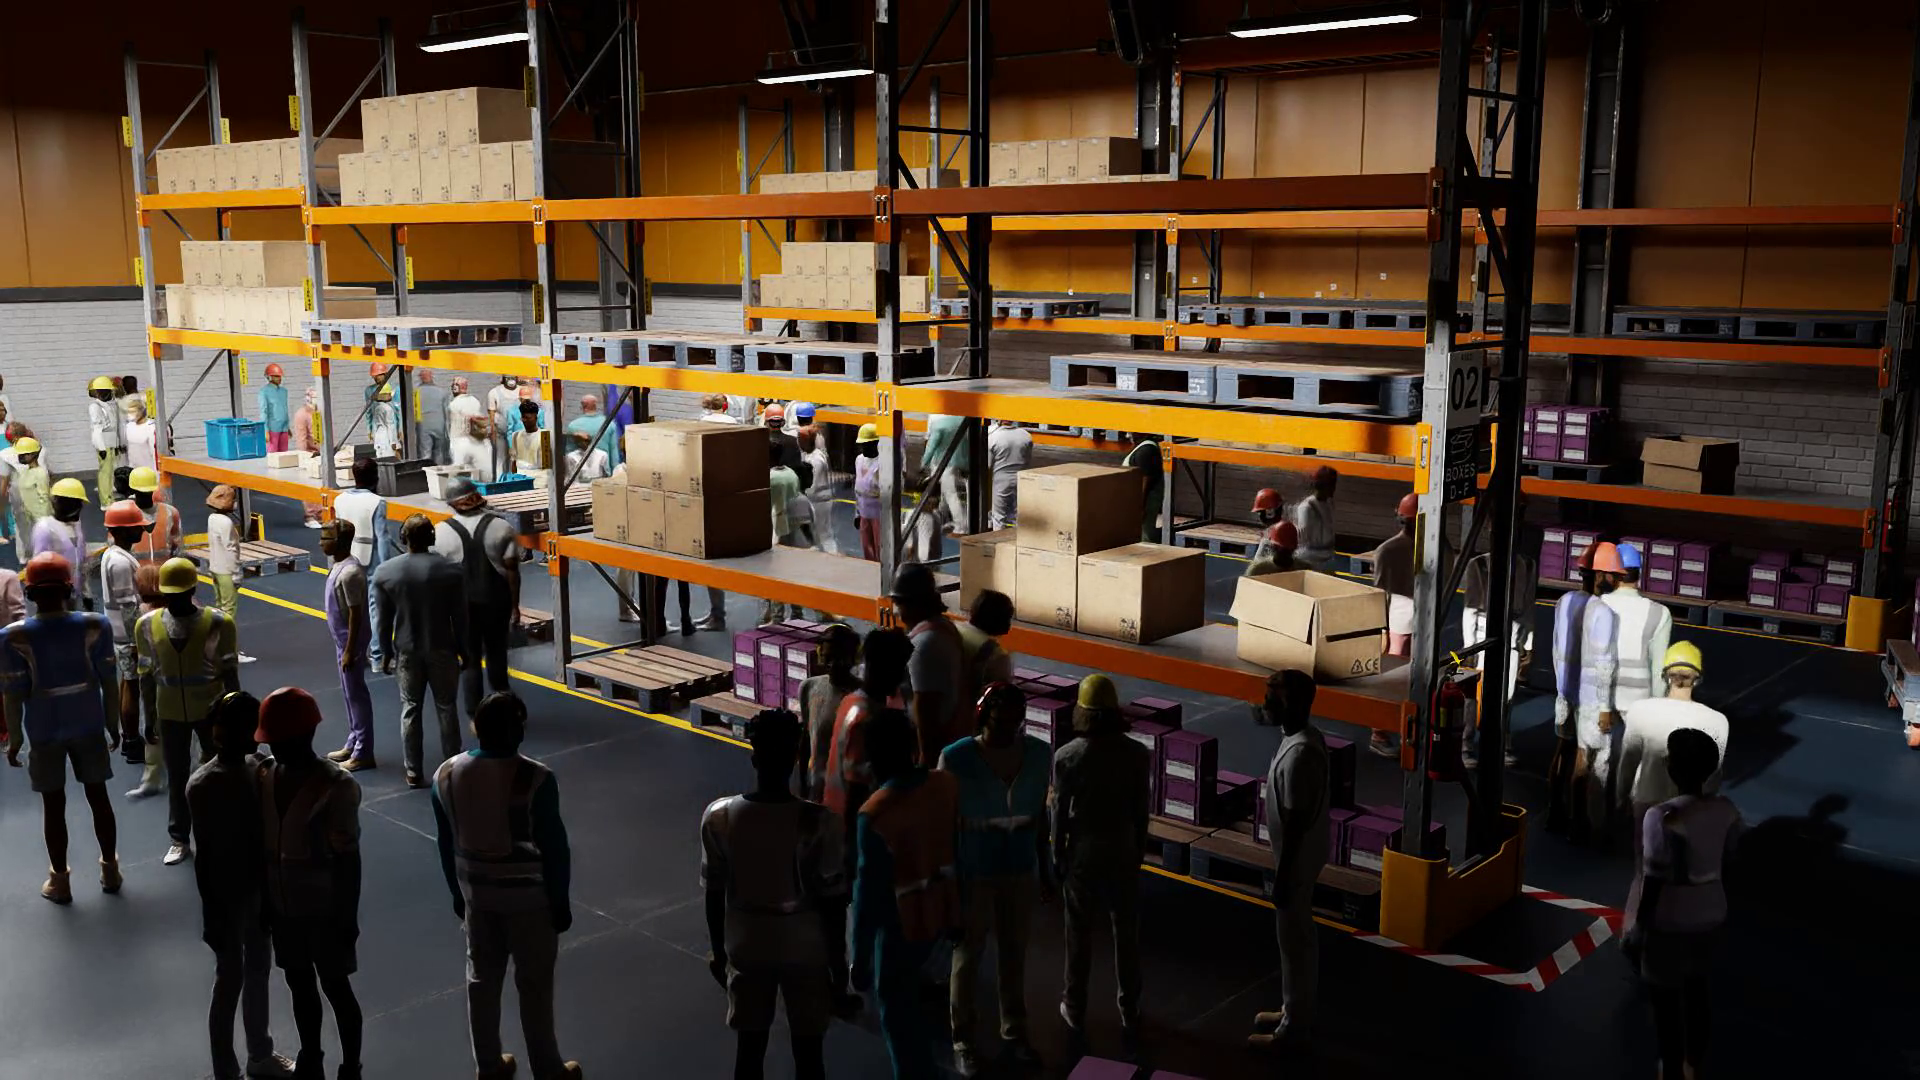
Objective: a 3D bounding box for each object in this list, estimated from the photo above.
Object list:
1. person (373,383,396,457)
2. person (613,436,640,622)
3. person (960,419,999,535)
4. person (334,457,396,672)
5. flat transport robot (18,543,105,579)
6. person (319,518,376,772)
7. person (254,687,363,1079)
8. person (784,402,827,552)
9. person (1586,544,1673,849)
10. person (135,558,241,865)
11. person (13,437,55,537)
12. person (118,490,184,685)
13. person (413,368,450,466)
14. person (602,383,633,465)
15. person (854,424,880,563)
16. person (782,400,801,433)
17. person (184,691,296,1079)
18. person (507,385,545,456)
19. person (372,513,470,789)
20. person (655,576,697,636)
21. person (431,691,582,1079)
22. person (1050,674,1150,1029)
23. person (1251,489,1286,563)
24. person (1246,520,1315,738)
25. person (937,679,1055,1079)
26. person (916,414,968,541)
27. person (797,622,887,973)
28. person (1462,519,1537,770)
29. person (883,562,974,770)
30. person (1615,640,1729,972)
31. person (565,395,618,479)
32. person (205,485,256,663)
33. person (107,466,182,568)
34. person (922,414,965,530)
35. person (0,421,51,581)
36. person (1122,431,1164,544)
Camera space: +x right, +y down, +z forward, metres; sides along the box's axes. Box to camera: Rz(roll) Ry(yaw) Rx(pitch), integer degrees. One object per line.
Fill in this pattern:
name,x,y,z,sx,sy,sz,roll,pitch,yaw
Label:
person,-8.599,-1.488,24.948,0.487,1.744,0.297,9,13,41
person,-3.313,-0.137,16.814,0.384,1.917,0.584,0,10,0
person,0.256,-0.958,21.729,0.587,1.822,0.404,5,11,25
person,-5.295,0.223,14.791,0.590,1.913,0.395,5,11,27
flat transport robot,-10.399,0.223,19.431,0.652,0.197,1.431,-2,10,-10
person,-4.428,0.749,12.010,0.344,1.846,0.506,-5,11,-26
person,-2.825,1.563,7.181,0.543,1.929,0.387,4,11,24
person,-1.832,-0.665,19.715,0.605,1.948,0.391,5,11,24
person,4.205,0.964,10.658,0.601,1.887,0.933,4,11,22
person,-4.697,1.043,10.157,0.583,1.918,0.407,-2,10,-9
person,-9.857,-0.224,17.757,0.525,1.760,0.341,9,14,42
person,-7.083,0.363,14.666,0.578,1.705,0.877,1,10,3
person,-8.305,-1.758,26.113,0.650,1.877,0.828,-4,11,-23
person,-5.634,-2.165,27.934,0.687,2.000,0.536,6,12,32
person,-0.930,-0.283,17.653,0.395,1.919,0.583,-8,13,-39
person,-2.422,-1.386,23.877,0.390,1.918,0.585,-2,10,-13
person,-3.166,1.568,7.345,0.326,1.863,0.509,2,10,12
person,-6.370,-1.403,24.466,0.563,1.743,0.350,-3,11,-17
person,-3.733,0.775,11.598,0.627,1.941,0.374,-2,10,-9
person,-2.801,-0.021,16.110,0.543,1.936,0.360,0,10,2
person,-1.992,1.570,7.380,0.621,1.843,0.429,3,10,16
person,0.673,1.503,8.071,0.495,1.734,0.353,-1,10,-4
person,2.619,0.430,14.097,0.339,1.742,0.563,2,10,13
person,2.438,0.673,12.803,0.574,1.720,0.841,-1,10,-7
person,0.163,1.527,7.630,0.563,1.838,0.390,-4,11,-23
person,-0.249,-0.954,21.464,0.881,1.900,0.637,6,12,31
person,-0.622,1.334,8.671,0.517,1.860,0.323,3,11,19
person,3.884,0.736,12.011,0.575,1.877,0.359,-2,10,-14
person,-0.179,1.098,9.483,0.577,2.000,0.709,1,10,8
person,3.684,1.405,8.704,0.533,1.716,0.815,6,12,31
person,-4.769,-0.938,21.527,0.659,1.862,1.016,-5,11,-27
person,-6.654,0.307,15.103,0.281,1.633,0.498,-8,13,-39
person,-6.914,0.325,14.182,0.587,1.926,0.368,-9,14,-42
person,-0.183,-1.099,22.253,0.605,1.920,0.714,-6,12,-31
person,-10.523,-0.424,18.729,0.454,1.819,0.566,2,10,12
person,1.955,-0.434,18.146,0.536,2.000,0.702,2,10,10
